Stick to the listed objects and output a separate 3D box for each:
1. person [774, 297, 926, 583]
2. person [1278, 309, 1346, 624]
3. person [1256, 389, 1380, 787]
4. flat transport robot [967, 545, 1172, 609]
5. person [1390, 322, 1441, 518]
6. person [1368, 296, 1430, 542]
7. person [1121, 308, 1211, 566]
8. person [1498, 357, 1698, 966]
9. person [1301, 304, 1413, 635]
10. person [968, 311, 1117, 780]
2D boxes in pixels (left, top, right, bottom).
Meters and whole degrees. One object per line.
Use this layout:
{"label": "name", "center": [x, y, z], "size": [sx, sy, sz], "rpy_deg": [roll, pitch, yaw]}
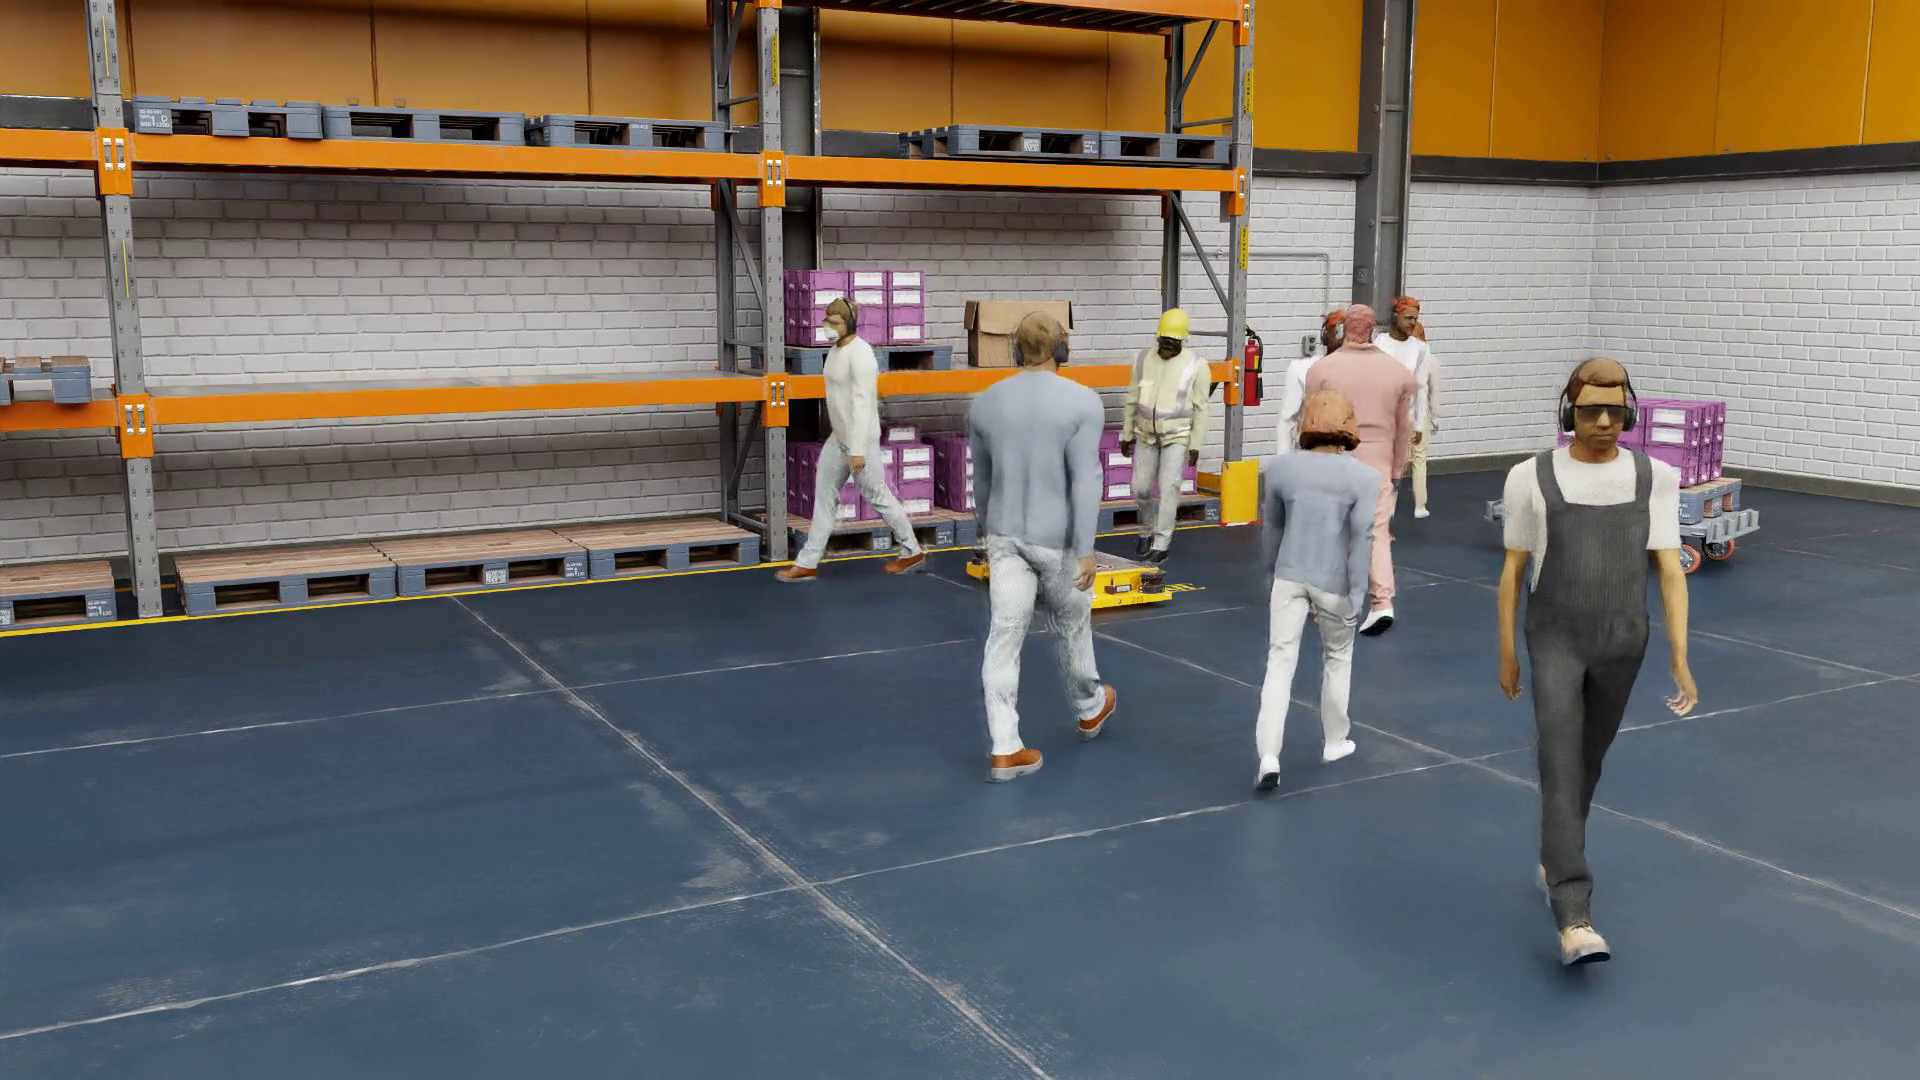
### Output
{"label": "person", "center": [-0.677, -0.652, 10.955], "size": [1.042, 1.886, 0.641], "rpy_deg": [-5, 10, -26]}
{"label": "person", "center": [2.218, -0.470, 9.988], "size": [0.584, 1.841, 1.004], "rpy_deg": [3, 10, 17]}
{"label": "person", "center": [1.409, 0.188, 6.711], "size": [0.510, 1.594, 0.857], "rpy_deg": [5, 11, 29]}
{"label": "flat transport robot", "center": [0.667, 0.207, 10.595], "size": [0.652, 0.197, 1.431], "rpy_deg": [-5, 11, -28]}
{"label": "person", "center": [3.713, -0.996, 13.785], "size": [0.509, 1.632, 0.268], "rpy_deg": [3, 10, 19]}
{"label": "person", "center": [3.215, -0.891, 12.468], "size": [0.604, 1.857, 0.449], "rpy_deg": [-3, 10, -16]}
{"label": "person", "center": [1.429, -0.712, 11.572], "size": [0.640, 1.791, 0.535], "rpy_deg": [5, 11, 29]}
{"label": "person", "center": [1.925, 0.354, 5.043], "size": [0.535, 1.793, 0.953], "rpy_deg": [1, 9, 4]}
{"label": "person", "center": [2.269, -0.406, 9.509], "size": [0.653, 1.871, 0.934], "rpy_deg": [-1, 9, -3]}
{"label": "person", "center": [0.362, -0.006, 6.986], "size": [0.643, 1.882, 1.031], "rpy_deg": [5, 11, 28]}
